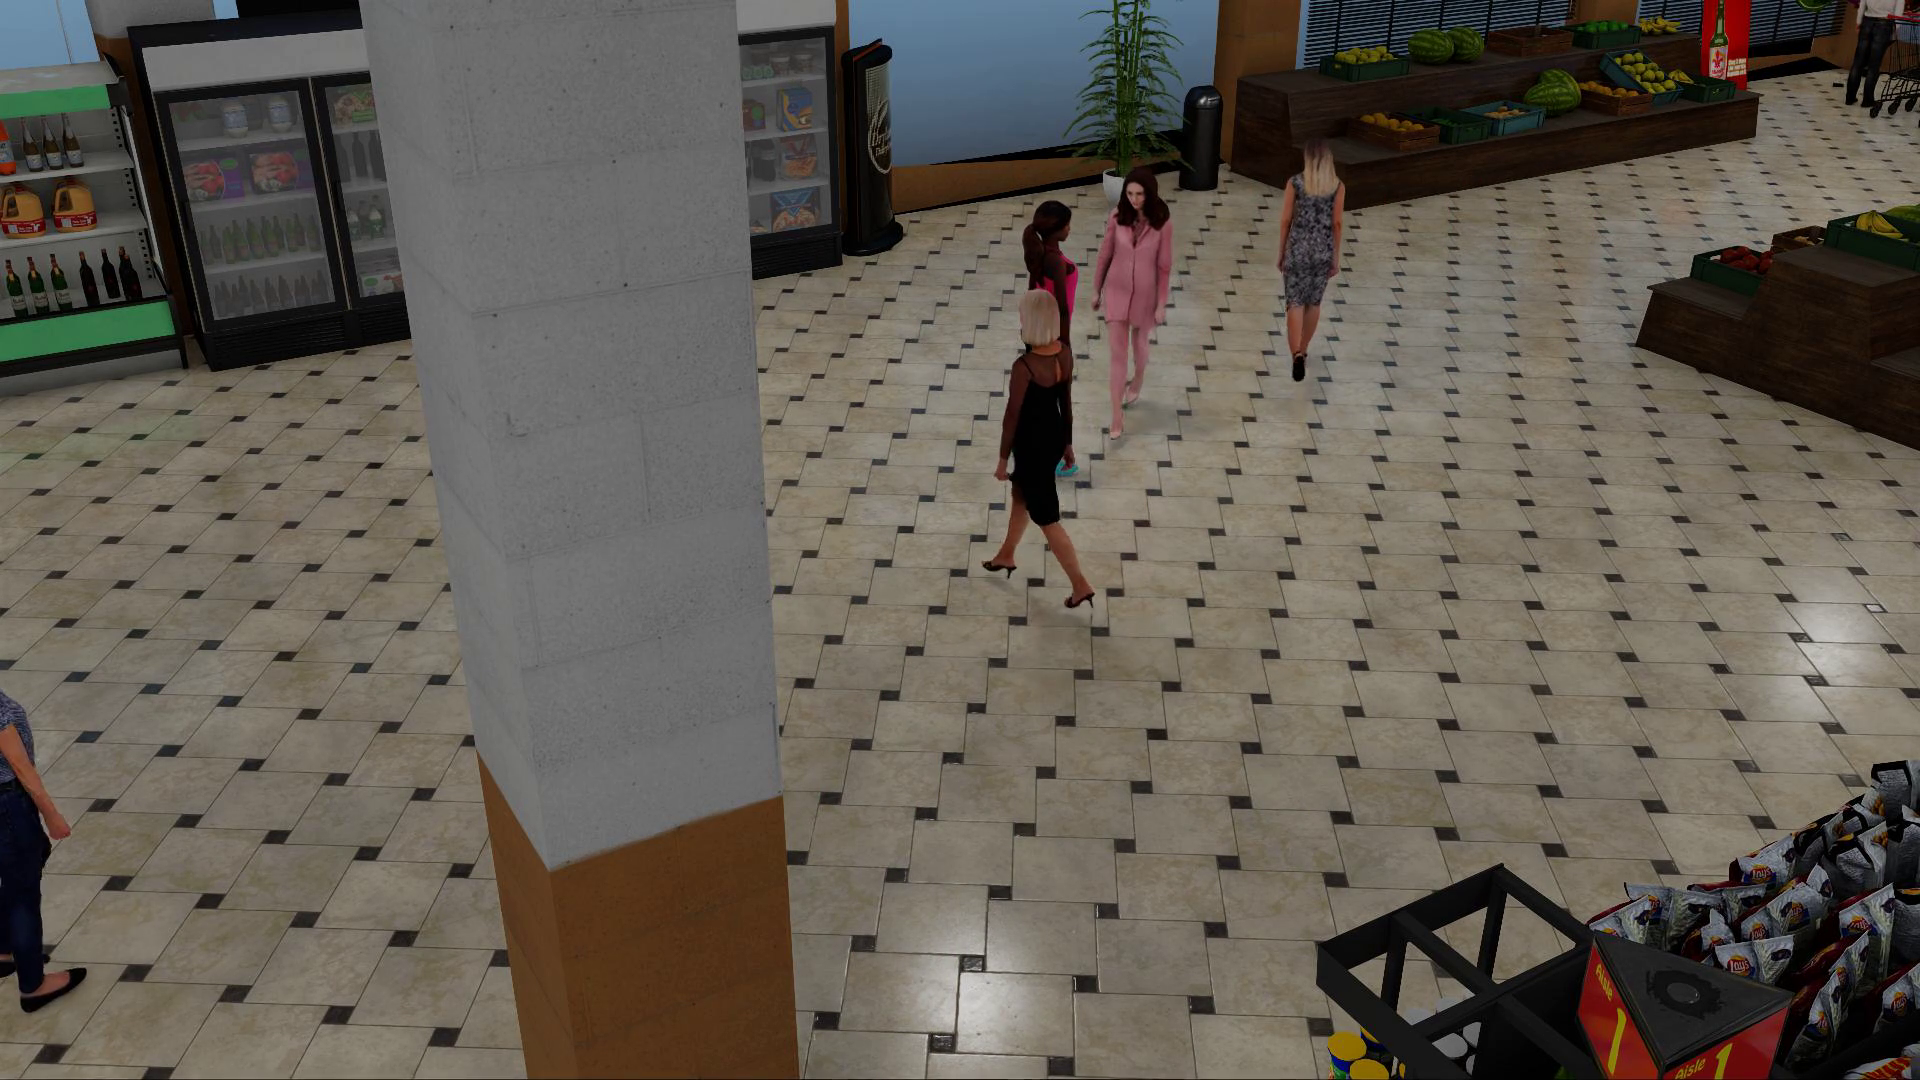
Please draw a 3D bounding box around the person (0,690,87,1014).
[{"bbox_3d":[-3.479,0.971,5.859,0.670,1.714,0.699,16,31,28],"label":"person"}]

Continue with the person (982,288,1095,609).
[{"bbox_3d":[0.461,-0.414,8.598,0.892,1.707,1.059,22,34,37],"label":"person"}]

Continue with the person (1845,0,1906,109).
[{"bbox_3d":[10.783,-6.038,19.572,0.564,1.811,0.670,-17,32,-30],"label":"person"}]

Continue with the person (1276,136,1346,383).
[{"bbox_3d":[2.437,-1.914,11.599,1.068,1.669,1.043,3,27,7],"label":"person"}]

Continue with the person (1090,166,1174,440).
[{"bbox_3d":[1.163,-1.590,10.883,1.181,1.737,1.205,7,28,13],"label":"person"}]

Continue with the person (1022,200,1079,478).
[{"bbox_3d":[0.530,-1.231,10.189,0.572,1.725,0.575,-11,29,-21],"label":"person"}]
